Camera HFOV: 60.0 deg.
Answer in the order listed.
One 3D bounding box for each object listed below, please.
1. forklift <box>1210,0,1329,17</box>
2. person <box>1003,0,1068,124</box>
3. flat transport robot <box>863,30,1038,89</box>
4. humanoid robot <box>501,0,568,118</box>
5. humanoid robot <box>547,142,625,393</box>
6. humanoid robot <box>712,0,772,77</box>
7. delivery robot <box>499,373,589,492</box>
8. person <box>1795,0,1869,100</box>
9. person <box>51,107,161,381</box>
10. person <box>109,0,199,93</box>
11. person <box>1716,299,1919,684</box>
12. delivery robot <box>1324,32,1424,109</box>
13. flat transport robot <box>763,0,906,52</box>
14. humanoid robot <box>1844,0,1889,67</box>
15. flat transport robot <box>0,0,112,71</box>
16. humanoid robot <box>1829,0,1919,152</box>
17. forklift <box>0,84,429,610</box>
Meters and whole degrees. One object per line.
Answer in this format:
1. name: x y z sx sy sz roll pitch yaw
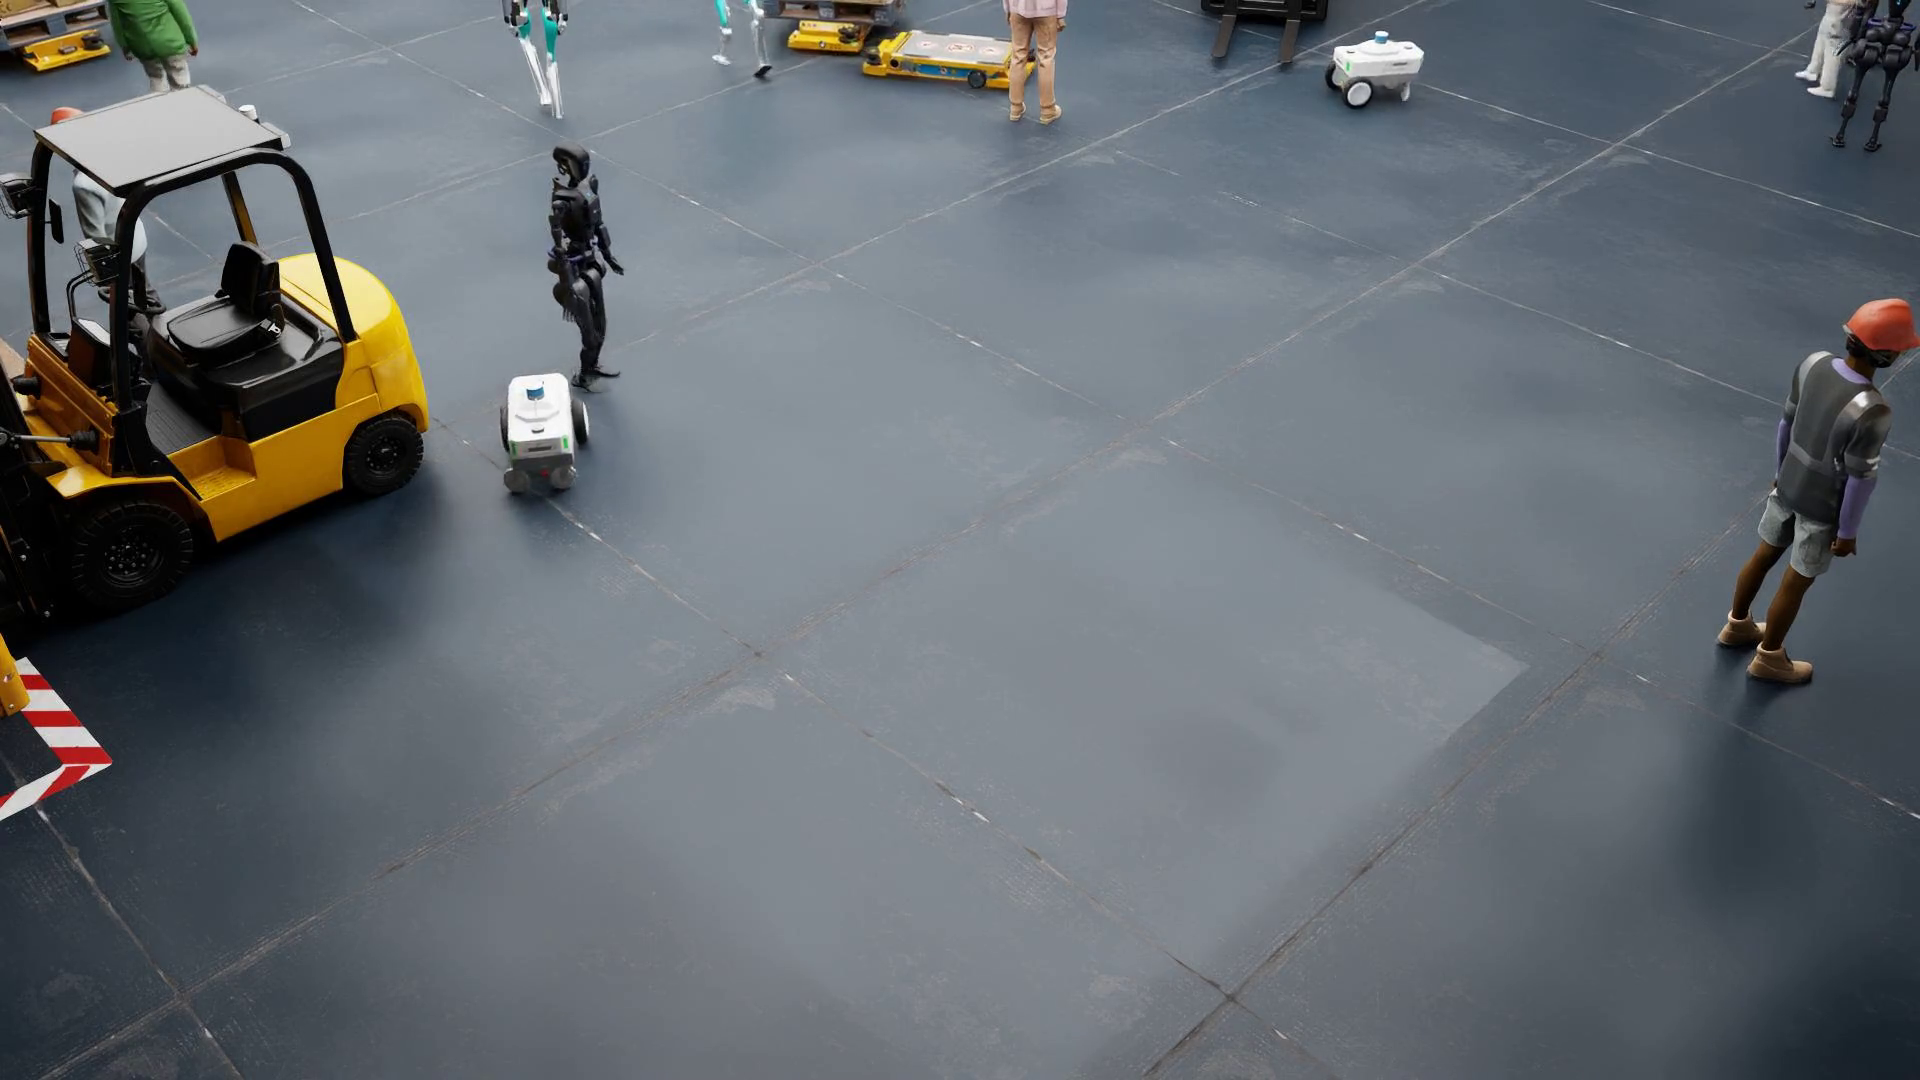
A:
1. forklift: 3.106 -6.400 15.960 1.214 2.155 2.313 8 37 10
2. person: 0.598 -4.242 13.408 0.537 1.781 0.398 11 38 14
3. flat transport robot: -0.080 -4.242 14.675 1.431 0.231 0.659 9 38 12
4. humanoid robot: -3.456 -4.320 13.599 0.549 1.839 0.758 -8 37 -10
5. humanoid robot: -2.280 -1.634 10.030 0.356 1.650 0.601 11 38 14
6. humanoid robot: -1.920 -4.826 14.253 0.538 1.765 0.971 -22 42 -26
7. delivery robot: -2.431 -0.658 9.646 0.507 0.604 0.775 -7 37 -10
8. person: 7.338 -4.555 13.965 0.514 1.614 0.656 -18 40 -23
9. person: -5.184 -1.808 10.190 0.350 1.737 0.572 -2 37 -3
10. person: -6.240 -3.906 12.971 0.582 1.765 0.484 -3 37 -4
11. person: 4.032 -0.219 7.811 0.373 2.044 0.606 -7 37 -9
12. delivery robot: 3.505 -3.997 14.124 0.786 0.614 0.499 -6 37 -8
13. flat transport robot: -1.115 -4.921 15.584 0.659 0.231 1.431 7 37 9
14. humanoid robot: 8.092 -4.916 14.391 0.595 1.653 0.373 -9 38 -11
15. flat transport robot: -8.395 -4.613 15.172 1.431 0.231 0.659 30 46 34
16. humanoid robot: 7.237 -3.896 13.023 0.599 1.657 0.315 17 40 22
17. forklift: -4.145 -1.093 8.856 2.313 2.155 1.214 -31 47 -34
